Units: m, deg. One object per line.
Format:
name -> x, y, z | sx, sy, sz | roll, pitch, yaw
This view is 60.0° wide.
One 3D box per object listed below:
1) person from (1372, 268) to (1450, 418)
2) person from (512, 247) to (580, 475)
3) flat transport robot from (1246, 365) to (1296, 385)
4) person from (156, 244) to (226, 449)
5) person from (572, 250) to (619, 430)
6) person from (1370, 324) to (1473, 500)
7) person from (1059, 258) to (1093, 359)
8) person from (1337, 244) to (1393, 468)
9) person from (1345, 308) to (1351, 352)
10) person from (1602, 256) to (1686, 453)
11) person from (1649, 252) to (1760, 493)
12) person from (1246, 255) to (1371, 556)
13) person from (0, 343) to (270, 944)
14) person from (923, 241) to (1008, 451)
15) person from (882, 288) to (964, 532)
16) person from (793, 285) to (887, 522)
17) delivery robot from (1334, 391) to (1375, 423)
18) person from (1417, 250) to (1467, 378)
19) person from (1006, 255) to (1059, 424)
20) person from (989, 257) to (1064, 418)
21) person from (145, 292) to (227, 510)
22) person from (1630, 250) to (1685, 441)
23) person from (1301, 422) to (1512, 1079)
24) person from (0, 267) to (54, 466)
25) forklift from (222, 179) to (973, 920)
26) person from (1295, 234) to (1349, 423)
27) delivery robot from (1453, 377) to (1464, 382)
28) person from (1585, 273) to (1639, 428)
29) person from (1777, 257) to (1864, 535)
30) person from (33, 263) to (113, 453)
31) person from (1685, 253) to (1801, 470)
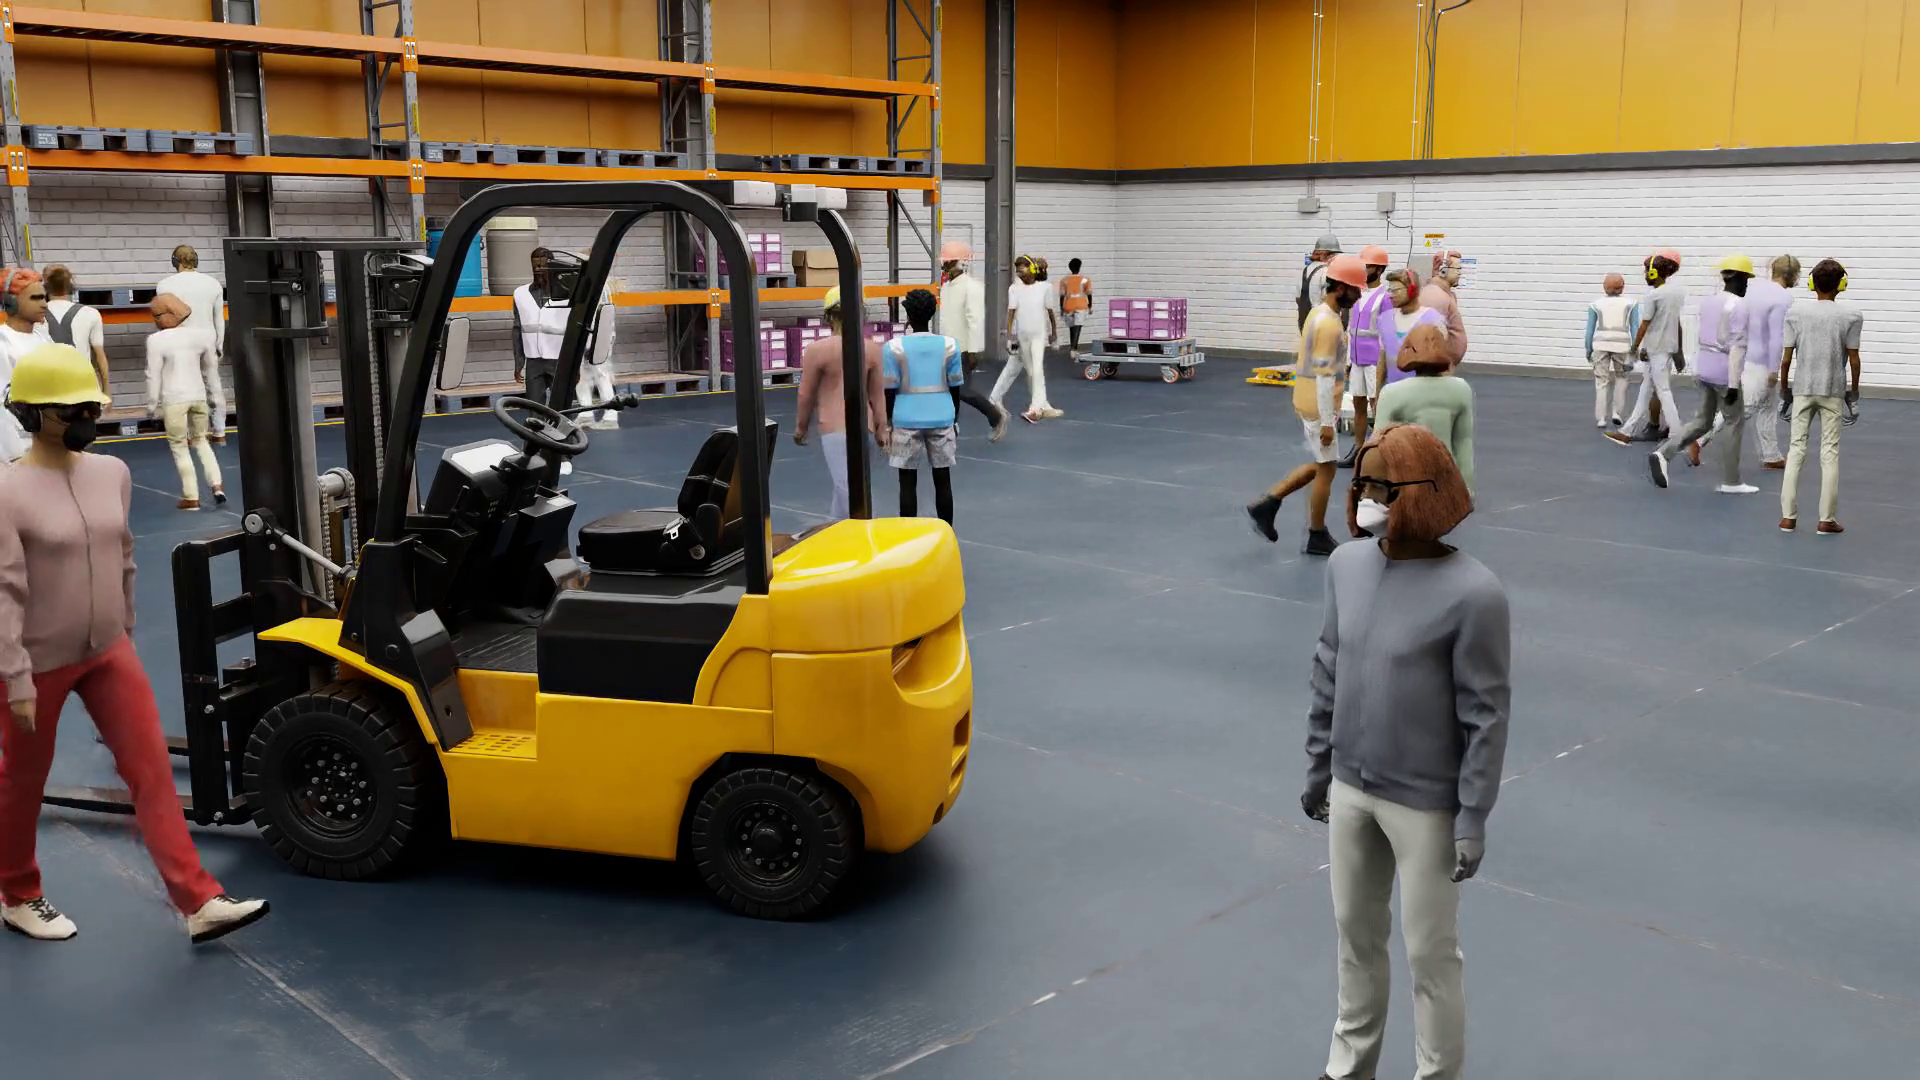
person -> 3.260, -1.016, 11.790 | 0.833, 1.805, 0.626 | -8, 13, -37
person -> -3.495, -1.510, 14.112 | 0.587, 1.920, 0.394 | 1, 10, 5
flat transport robot -> 4.600, -2.263, 22.713 | 1.431, 0.197, 0.652 | -10, 14, -43
person -> -7.303, -1.836, 15.836 | 0.376, 1.940, 0.629 | 8, 13, 36
person -> -3.886, -2.061, 17.260 | 0.685, 1.860, 0.622 | -3, 11, -14
person -> 2.283, -0.283, 8.311 | 0.516, 1.583, 0.851 | -3, 11, -14
person -> 1.908, -3.807, 27.388 | 0.539, 1.657, 0.835 | 4, 11, 21
person -> 3.504, -1.554, 14.288 | 0.349, 1.942, 0.545 | -5, 12, -26
person -> 4.266, -2.291, 19.184 | 0.538, 1.618, 0.490 | 5, 12, 26
person -> 6.474, -1.745, 15.647 | 0.547, 1.822, 0.906 | -9, 14, -41
person -> 5.890, -1.301, 13.058 | 0.806, 1.899, 0.603 | -1, 10, -7
person -> 2.210, -0.823, 10.421 | 0.658, 1.901, 0.607 | 1, 10, 8
person -> -2.416, 0.324, 4.617 | 0.906, 1.716, 0.548 | 4, 11, 22
person -> 0.043, -1.818, 15.655 | 0.770, 1.972, 0.621 | -6, 12, -32
person -> -0.237, -0.725, 10.440 | 0.533, 1.696, 0.318 | -3, 11, -15
person -> -0.749, -0.656, 9.980 | 0.518, 1.717, 0.860 | -9, 13, -39
delivery robot -> 4.146, -1.399, 16.973 | 0.707, 0.478, 0.477 | -1, 10, -5
person -> 3.836, -1.353, 13.296 | 0.403, 1.904, 0.651 | 2, 11, 10
person -> 0.778, -2.174, 18.057 | 0.541, 1.803, 0.968 | 4, 11, 20
person -> 0.689, -2.253, 18.555 | 0.927, 1.794, 0.641 | 2, 11, 13
person -> -5.696, -1.011, 12.217 | 0.350, 1.616, 0.535 | 6, 12, 30
person -> 6.903, -1.894, 16.335 | 0.394, 1.886, 0.640 | 10, 14, 43
person -> 0.941, 0.558, 3.612 | 0.271, 1.632, 0.508 | -7, 12, -32
person -> -4.646, -0.426, 8.373 | 0.480, 1.882, 0.587 | 0, 10, 1
forklift -> -1.114, -0.058, 5.440 | 2.313, 2.155, 1.214 | 2, 11, 13
person -> 3.966, -2.300, 18.087 | 0.535, 2.000, 0.687 | -3, 11, -18
delivery robot -> 5.453, -1.772, 19.006 | 0.477, 0.478, 0.707 | -2, 11, -13
person -> 6.868, -1.992, 17.525 | 0.552, 1.618, 0.499 | 5, 11, 24
person -> 5.838, -0.972, 11.302 | 0.513, 1.875, 0.328 | 7, 13, 35
person -> -6.388, -1.063, 11.951 | 0.515, 1.821, 0.710 | -4, 11, -22
person -> 6.733, -1.507, 14.232 | 0.983, 1.887, 0.656 | 1, 10, 4
